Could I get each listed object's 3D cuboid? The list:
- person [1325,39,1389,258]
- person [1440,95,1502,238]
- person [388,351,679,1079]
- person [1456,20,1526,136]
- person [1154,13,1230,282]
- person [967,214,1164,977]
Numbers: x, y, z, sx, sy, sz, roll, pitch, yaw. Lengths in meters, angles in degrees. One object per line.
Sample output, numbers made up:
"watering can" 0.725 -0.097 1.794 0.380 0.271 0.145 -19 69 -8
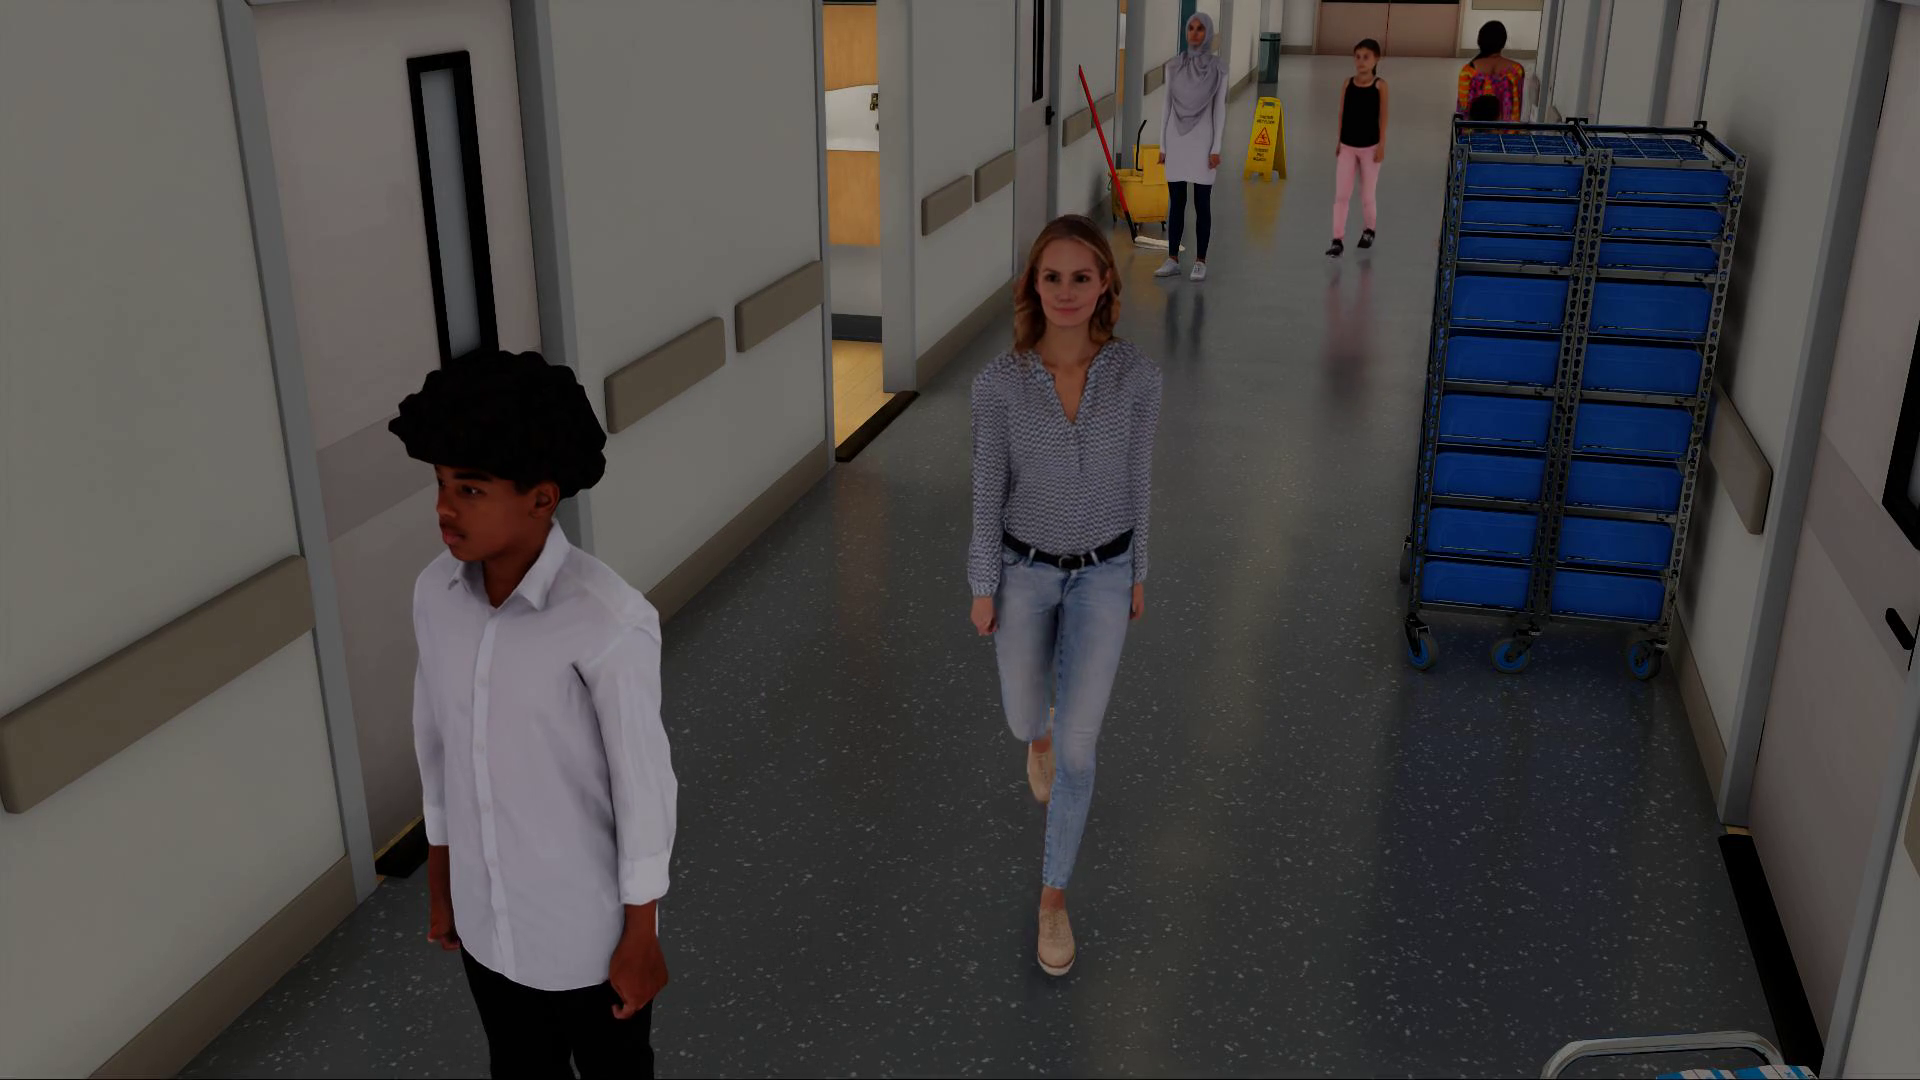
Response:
"person" 2.955 -2.846 12.174 0.697 1.527 1.069 11 23 27
"person" 2.885 -1.734 9.350 0.644 1.447 0.920 9 23 22
"person" -0.678 0.564 2.773 0.680 1.808 0.614 11 23 26
"person" 3.928 -2.997 12.382 0.652 1.647 1.165 5 21 12
"person" 1.589 -2.684 11.397 0.653 1.775 0.594 10 23 25
"person" 0.243 0.099 4.057 0.781 1.769 1.133 0 21 1
